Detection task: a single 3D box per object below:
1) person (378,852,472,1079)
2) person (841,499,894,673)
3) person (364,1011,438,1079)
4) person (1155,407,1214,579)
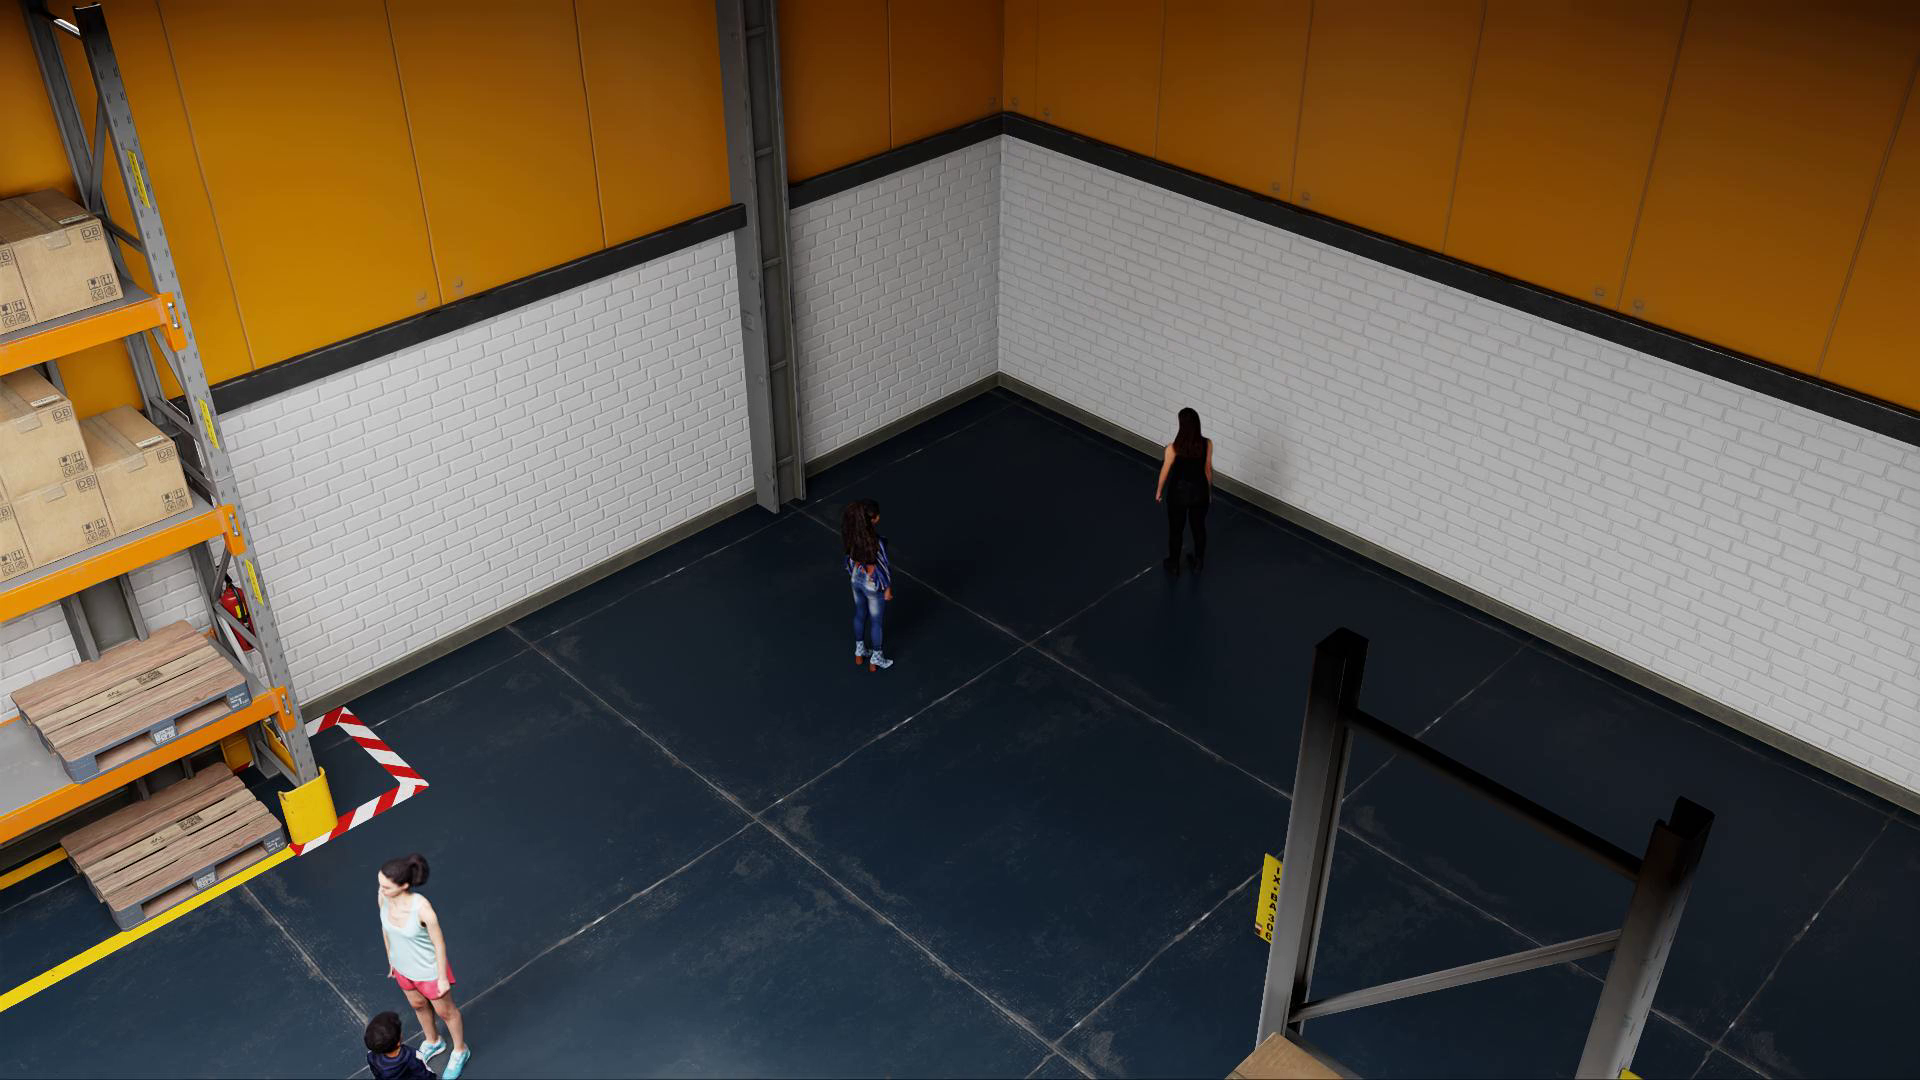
[{"bbox_3d":[-3.254,2.571,10.025,0.655,1.763,0.649,14,36,20],"label":"person"},{"bbox_3d":[-0.736,0.351,13.497,0.611,1.618,0.538,28,43,35],"label":"person"},{"bbox_3d":[-3.214,3.168,9.617,0.601,1.221,0.640,6,34,8],"label":"person"},{"bbox_3d":[1.989,-0.373,14.527,0.727,1.683,0.810,-5,34,-8],"label":"person"}]
